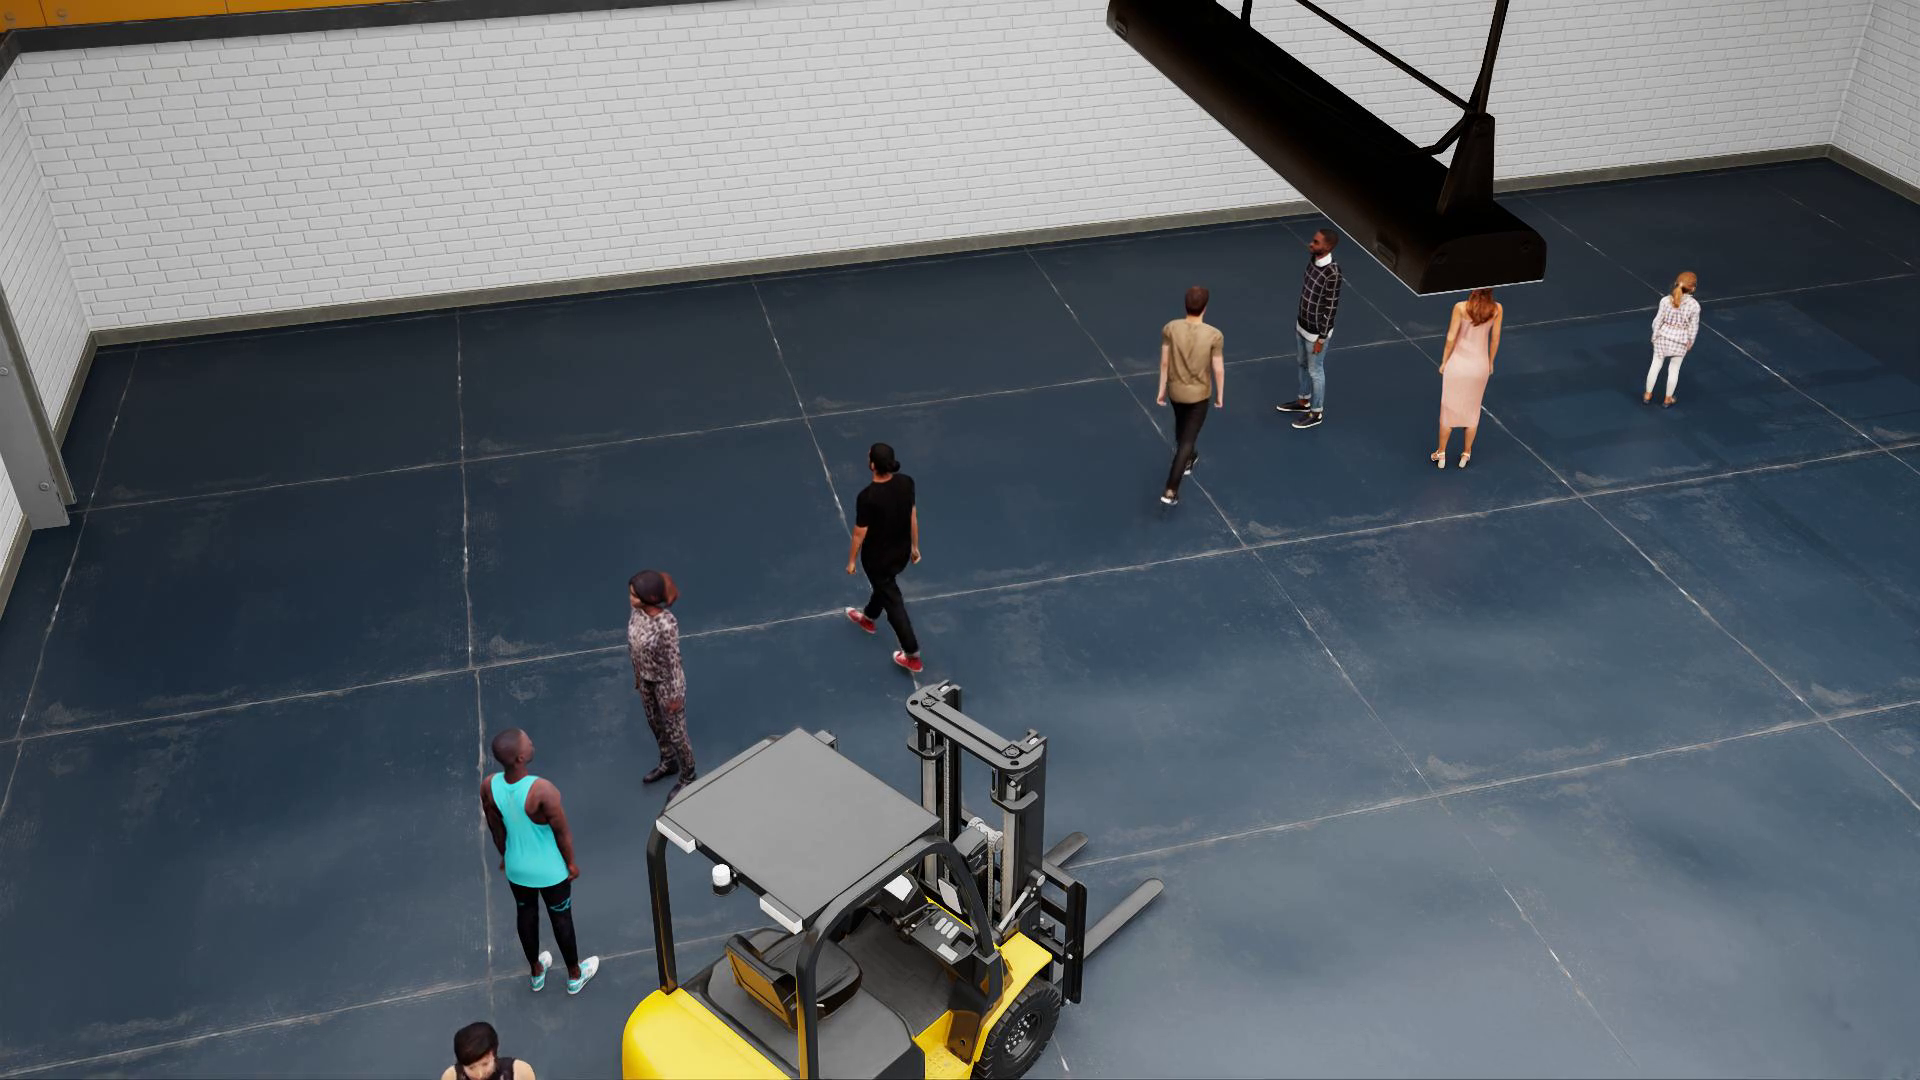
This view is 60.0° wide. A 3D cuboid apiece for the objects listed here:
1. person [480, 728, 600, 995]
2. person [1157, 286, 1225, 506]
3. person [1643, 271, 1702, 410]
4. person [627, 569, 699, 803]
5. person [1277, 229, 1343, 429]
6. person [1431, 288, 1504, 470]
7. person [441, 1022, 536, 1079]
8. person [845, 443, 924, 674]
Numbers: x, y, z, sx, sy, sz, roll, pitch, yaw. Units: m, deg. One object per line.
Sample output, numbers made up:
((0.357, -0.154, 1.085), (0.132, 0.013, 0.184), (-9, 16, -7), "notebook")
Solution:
((-2.315, 1.763, 9.041), (0.684, 1.811, 0.671), (7, 34, 10), "person")
((1.815, -1.131, 13.396), (1.187, 1.810, 1.306), (15, 36, 21), "person")
((6.357, -1.795, 14.844), (0.617, 1.312, 0.681), (20, 38, 27), "person")
((-1.870, 0.898, 10.430), (0.719, 1.714, 0.617), (-28, 43, -35), "person")
((3.105, -1.864, 14.489), (0.708, 1.821, 0.475), (-8, 34, -12), "person")
((4.218, -1.428, 13.824), (0.651, 1.831, 0.626), (3, 34, 4), "person")
((-2.143, 2.730, 7.796), (0.649, 1.579, 0.850), (-3, 34, -4), "person")
((-0.462, 0.154, 11.548), (1.004, 1.715, 1.217), (-28, 43, -35), "person")
